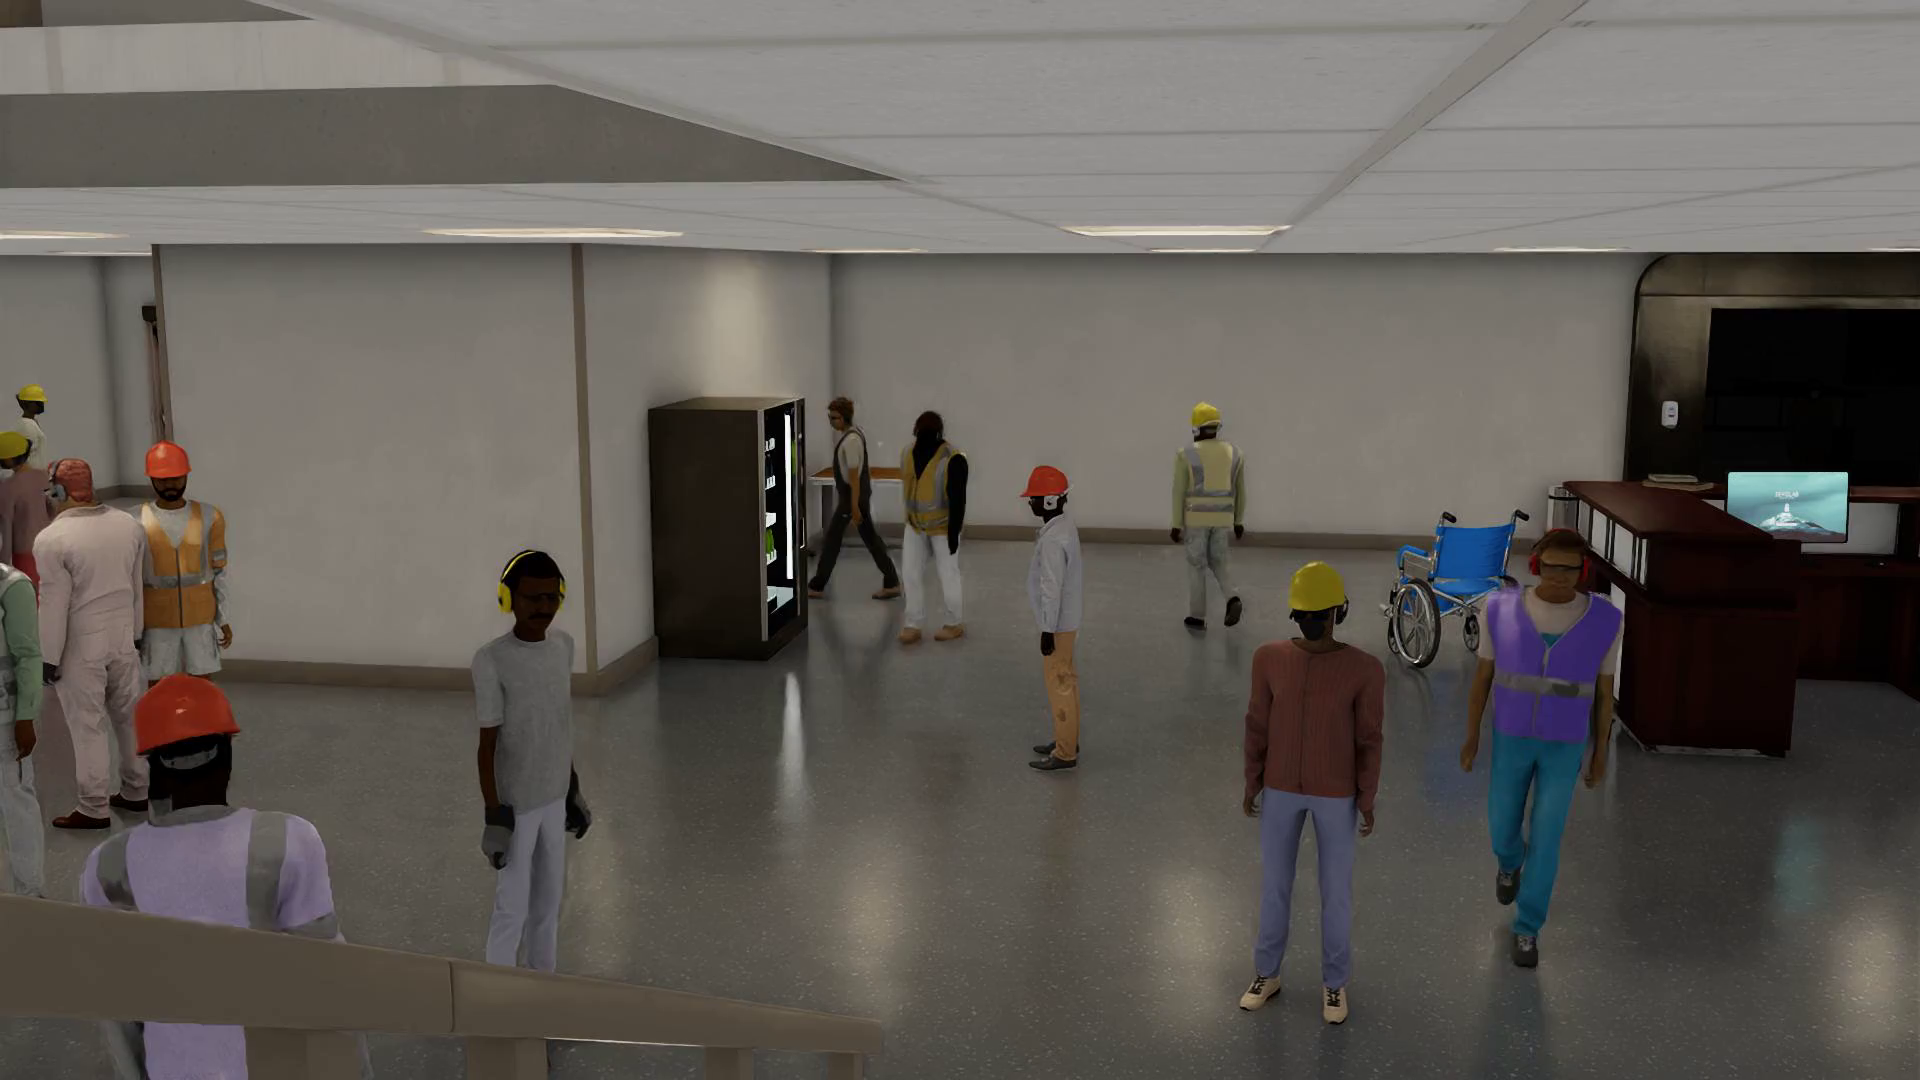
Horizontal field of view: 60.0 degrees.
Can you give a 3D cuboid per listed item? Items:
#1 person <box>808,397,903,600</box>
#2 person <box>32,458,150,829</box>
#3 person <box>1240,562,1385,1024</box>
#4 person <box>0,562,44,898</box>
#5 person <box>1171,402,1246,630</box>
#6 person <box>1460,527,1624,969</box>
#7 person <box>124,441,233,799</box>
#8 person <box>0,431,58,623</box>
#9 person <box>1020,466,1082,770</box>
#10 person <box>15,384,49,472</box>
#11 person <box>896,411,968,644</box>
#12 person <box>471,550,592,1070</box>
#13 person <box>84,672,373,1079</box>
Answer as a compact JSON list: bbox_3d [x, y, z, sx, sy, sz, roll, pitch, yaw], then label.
[{"bbox_3d":[-0.945,-0.341,14.267,0.988,1.781,0.593,1,9,5],"label":"person"},{"bbox_3d":[-4.476,0.526,8.533,0.406,1.903,0.636,3,10,17],"label":"person"},{"bbox_3d":[1.328,0.953,6.316,0.523,1.769,0.317,4,10,23],"label":"person"},{"bbox_3d":[-4.210,0.732,7.115,0.605,1.948,0.391,2,9,10],"label":"person"},{"bbox_3d":[1.974,-0.170,13.098,0.605,1.819,0.555,-3,10,-20],"label":"person"},{"bbox_3d":[2.423,0.821,6.967,0.610,1.818,0.627,3,10,19],"label":"person"},{"bbox_3d":[-4.243,0.424,9.039,0.546,1.939,0.375,-6,11,-33],"label":"person"},{"bbox_3d":[-6.632,0.068,11.904,0.341,1.731,0.615,1,9,7],"label":"person"},{"bbox_3d":[0.518,0.440,9.553,0.361,1.742,0.563,1,9,8],"label":"person"},{"bbox_3d":[-8.852,-0.607,15.935,0.321,1.765,0.533,-6,11,-33],"label":"person"},{"bbox_3d":[-0.209,-0.090,12.637,0.645,1.799,0.748,6,11,34],"label":"person"},{"bbox_3d":[-1.527,0.954,6.002,0.329,1.865,0.513,4,10,25],"label":"person"},{"bbox_3d":[-1.714,1.271,3.945,0.630,1.895,0.594,-1,9,-7],"label":"person"}]
